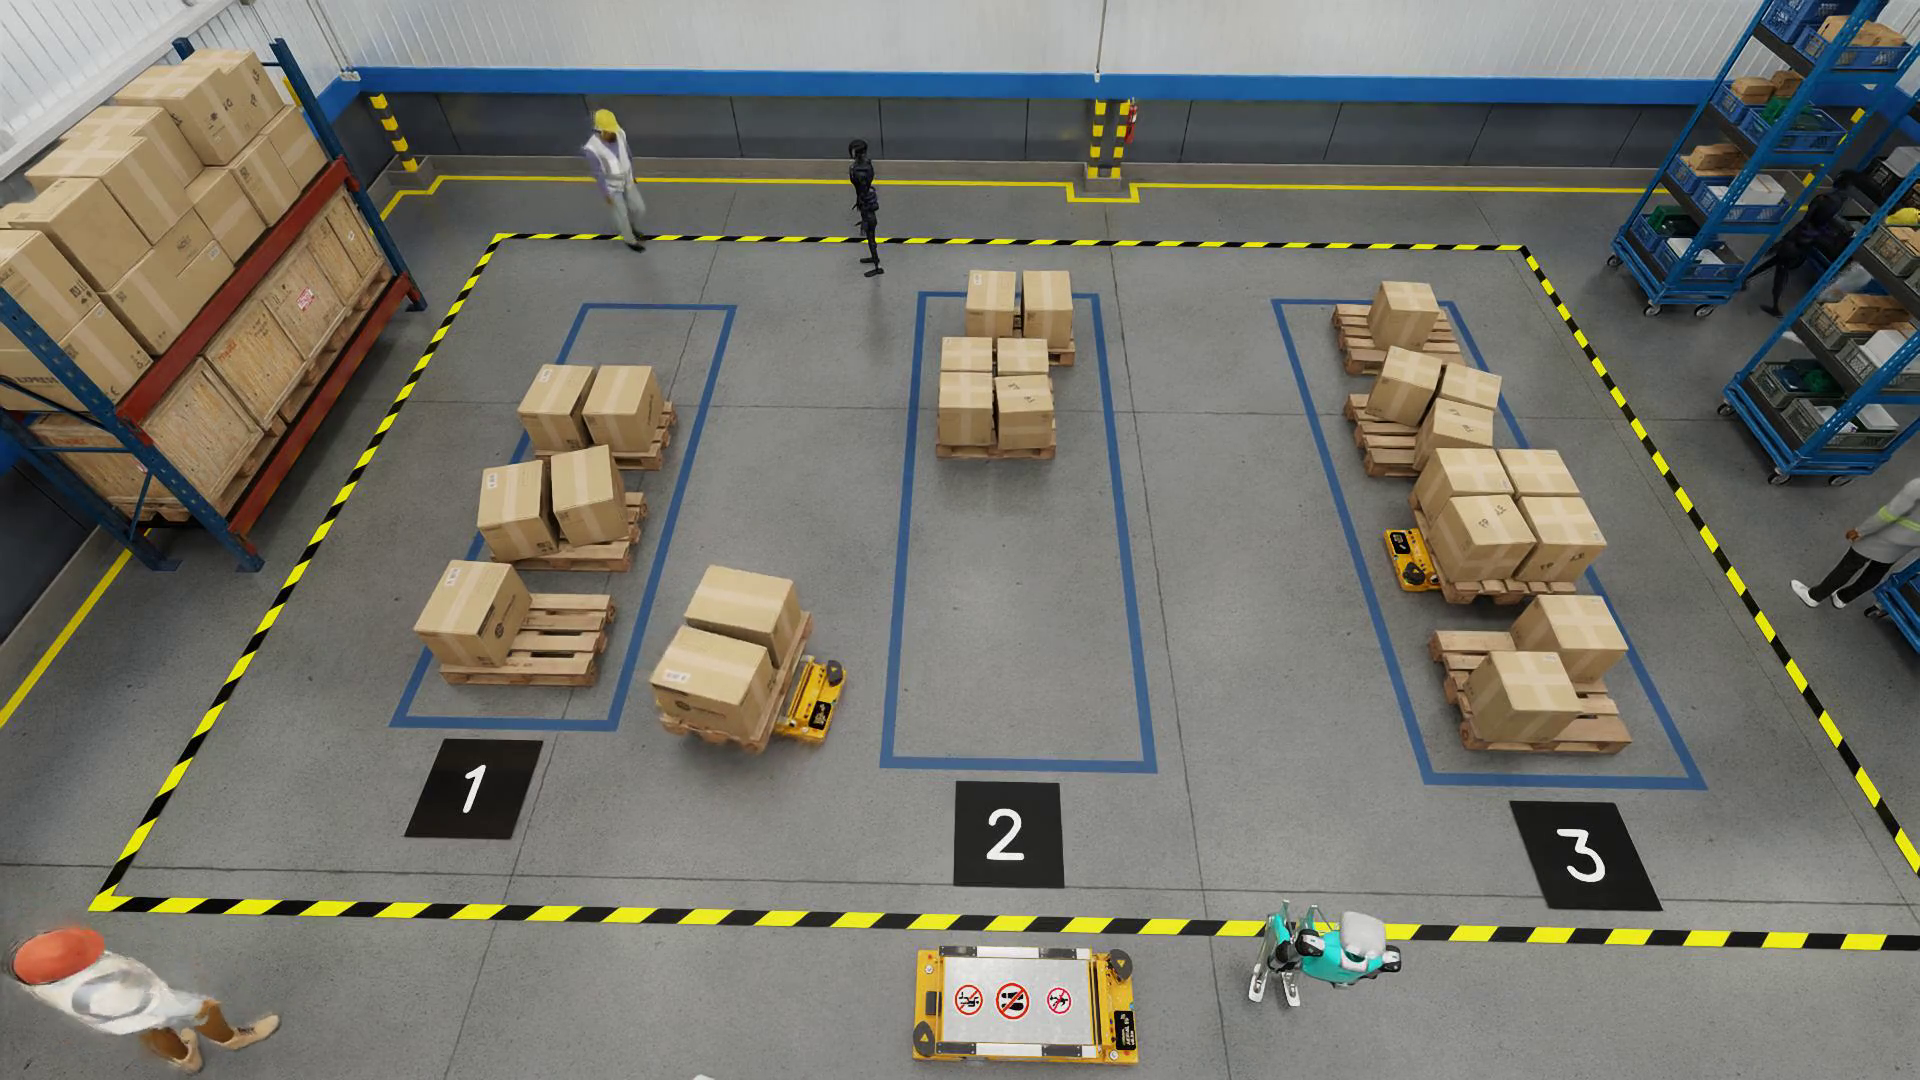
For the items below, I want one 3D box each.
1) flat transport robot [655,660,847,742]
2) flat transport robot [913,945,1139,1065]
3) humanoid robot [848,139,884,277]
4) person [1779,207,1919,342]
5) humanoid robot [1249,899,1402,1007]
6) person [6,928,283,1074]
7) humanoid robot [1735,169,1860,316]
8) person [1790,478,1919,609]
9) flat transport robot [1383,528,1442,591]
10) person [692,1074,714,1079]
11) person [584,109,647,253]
[{"bbox_3d":[-1.711,1.185,7.501,1.431,0.197,0.652,10,51,8],"label":"flat transport robot"},{"bbox_3d":[0.422,3.041,6.007,1.431,0.231,0.659,1,51,1],"label":"flat transport robot"},{"bbox_3d":[-1.111,-3.883,10.731,0.315,1.659,0.599,-8,51,-6],"label":"humanoid robot"},{"bbox_3d":[9.607,-2.809,9.847,0.520,1.707,0.463,-37,60,-26],"label":"person"},{"bbox_3d":[2.125,2.380,5.512,0.533,1.677,0.735,8,51,7],"label":"humanoid robot"},{"bbox_3d":[-4.741,2.650,5.223,0.750,1.990,0.485,13,52,11],"label":"person"},{"bbox_3d":[9.493,-3.396,10.388,0.610,1.631,0.811,-17,53,-14],"label":"humanoid robot"},{"bbox_3d":[7.682,-0.082,7.535,0.588,1.847,0.407,7,51,6],"label":"person"},{"bbox_3d":[4.689,0.155,8.342,1.431,0.197,0.652,1,51,1],"label":"flat transport robot"},{"bbox_3d":[-1.162,3.190,4.825,0.391,1.914,0.587,-38,60,-26],"label":"person"},{"bbox_3d":[-4.079,-4.277,10.986,0.460,1.804,0.597,29,56,21],"label":"person"}]
